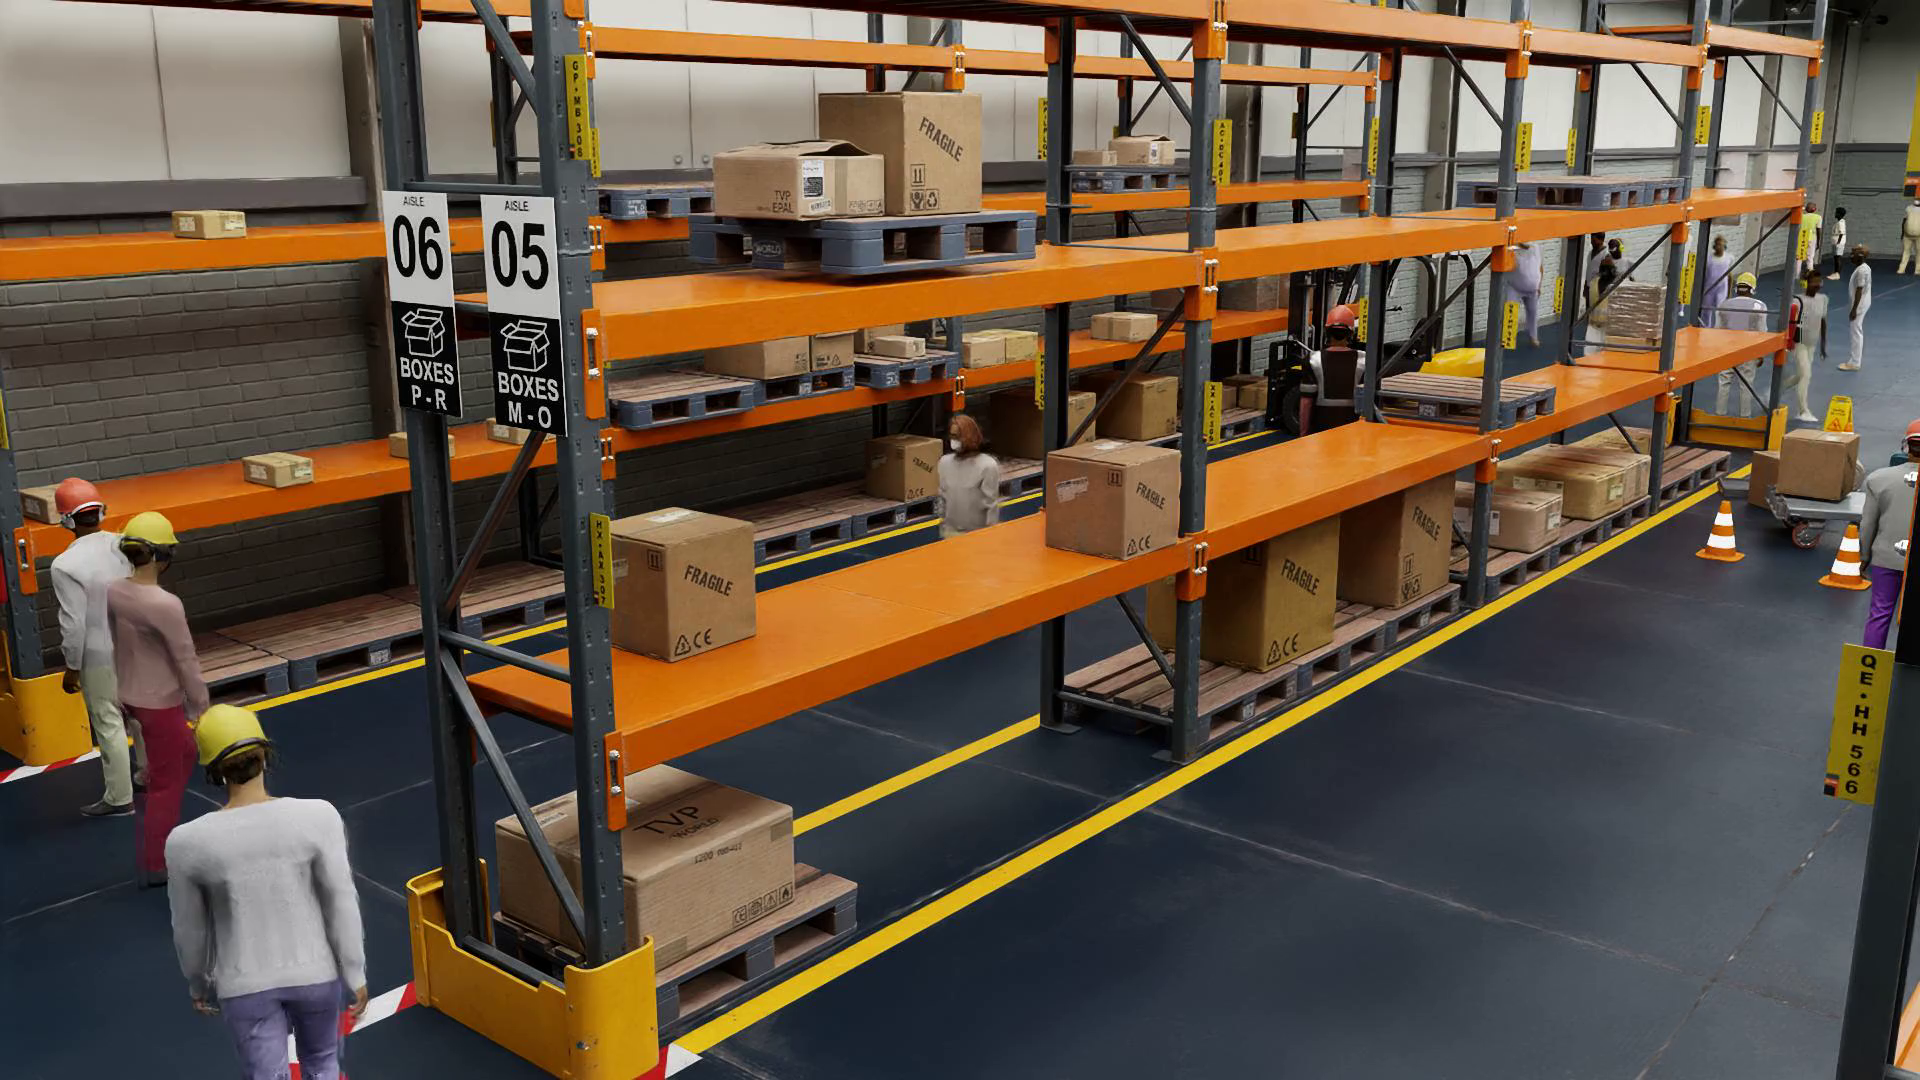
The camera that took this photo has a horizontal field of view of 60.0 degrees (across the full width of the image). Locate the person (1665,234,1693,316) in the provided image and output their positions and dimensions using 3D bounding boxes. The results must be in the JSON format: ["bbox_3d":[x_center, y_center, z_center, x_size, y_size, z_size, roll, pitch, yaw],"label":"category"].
[{"bbox_3d":[13.560,-5.152,31.429,0.500,1.862,0.331,-7,15,-26],"label":"person"}]

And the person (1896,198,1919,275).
[{"bbox_3d":[23.385,-7.523,40.700,0.537,2.000,0.675,-13,19,-43],"label":"person"}]

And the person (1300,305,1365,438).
[{"bbox_3d":[3.116,-0.923,13.820,0.605,2.045,0.379,2,14,7],"label":"person"}]

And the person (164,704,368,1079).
[{"bbox_3d":[-2.144,1.361,5.187,0.541,1.704,0.745,-5,15,-20],"label":"person"}]

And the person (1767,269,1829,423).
[{"bbox_3d":[10.220,-2.391,20.230,0.517,1.839,0.851,-4,14,-17],"label":"person"}]

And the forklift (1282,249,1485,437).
[{"bbox_3d":[4.886,-2.214,18.767,2.313,2.155,1.214,11,18,38],"label":"forklift"}]

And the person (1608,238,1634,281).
[{"bbox_3d":[10.113,-3.723,25.648,0.459,1.839,0.525,-12,18,-41],"label":"person"}]

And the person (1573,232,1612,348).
[{"bbox_3d":[10.270,-4.052,26.833,0.391,1.914,0.587,-3,14,-11],"label":"person"}]

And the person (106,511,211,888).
[{"bbox_3d":[-3.669,0.735,7.687,0.548,1.744,0.489,11,18,38],"label":"person"}]

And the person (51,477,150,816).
[{"bbox_3d":[-4.369,0.543,8.456,0.339,1.748,0.564,3,14,12],"label":"person"}]

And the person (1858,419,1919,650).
[{"bbox_3d":[5.826,0.113,10.216,0.563,1.744,0.336,11,18,39],"label":"person"}]

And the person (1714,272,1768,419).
[{"bbox_3d":[9.178,-2.228,19.585,0.589,1.825,0.403,11,18,39],"label":"person"}]

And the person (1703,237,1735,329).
[{"bbox_3d":[12.106,-3.958,26.698,0.535,1.789,0.980,5,15,19],"label":"person"}]

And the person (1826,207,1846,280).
[{"bbox_3d":[20.720,-6.994,39.255,0.322,1.696,0.536,5,15,21],"label":"person"}]

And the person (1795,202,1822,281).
[{"bbox_3d":[19.699,-6.929,38.695,0.563,1.839,0.389,11,18,39],"label":"person"}]

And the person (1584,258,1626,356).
[{"bbox_3d":[8.738,-2.906,22.416,0.962,1.801,0.640,-10,17,-35],"label":"person"}]

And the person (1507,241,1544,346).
[{"bbox_3d":[9.054,-4.140,26.924,0.865,2.000,0.576,-1,14,-5],"label":"person"}]

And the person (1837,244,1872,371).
[{"bbox_3d":[13.096,-3.386,24.293,0.354,1.839,0.500,7,15,26],"label":"person"}]

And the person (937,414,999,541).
[{"bbox_3d":[0.084,-0.059,11.181,0.513,1.615,0.536,9,17,33],"label":"person"}]
